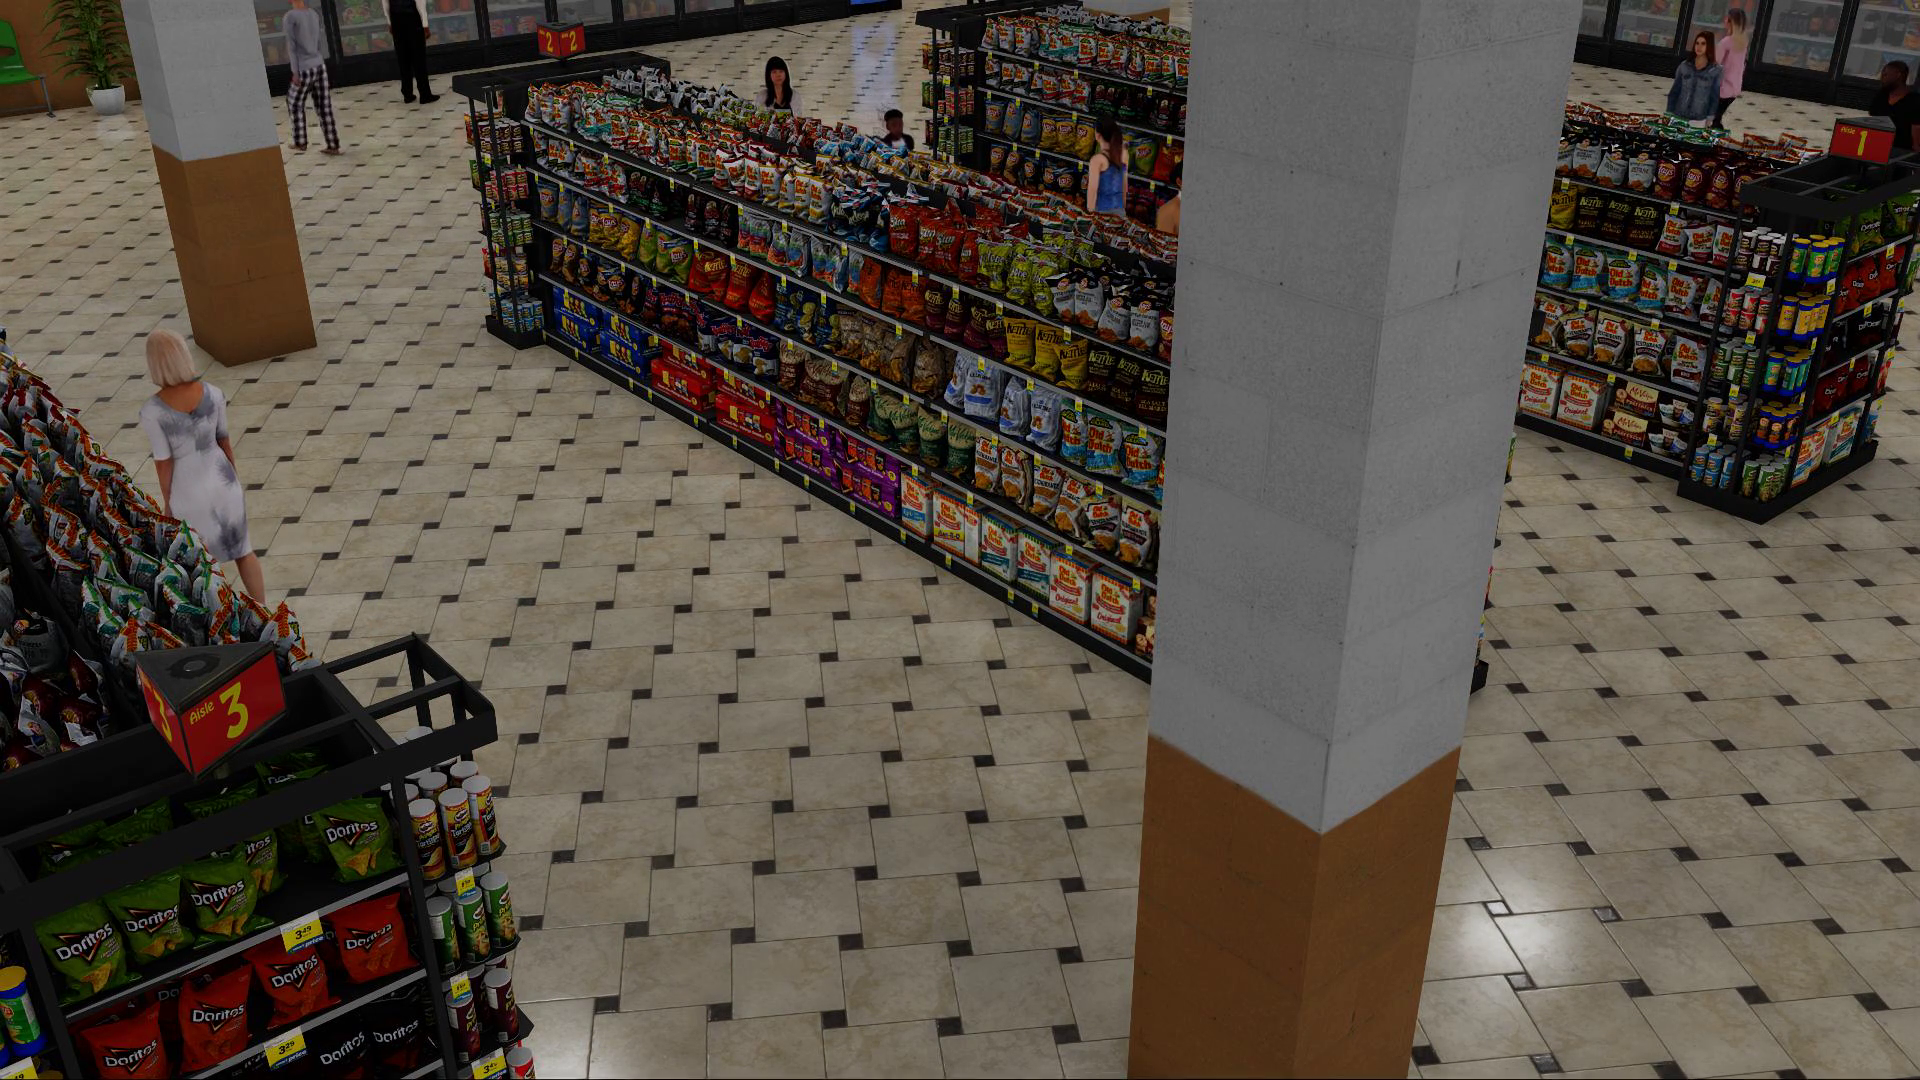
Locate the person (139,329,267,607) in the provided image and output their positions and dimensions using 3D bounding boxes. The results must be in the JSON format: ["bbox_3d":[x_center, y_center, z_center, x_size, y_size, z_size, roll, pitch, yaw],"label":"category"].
[{"bbox_3d":[-3.848,-0.241,8.482,0.531,1.749,0.576,24,35,39],"label":"person"}]

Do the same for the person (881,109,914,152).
[{"bbox_3d":[-0.588,-3.248,14.950,0.588,1.262,0.607,-12,29,-23],"label":"person"}]

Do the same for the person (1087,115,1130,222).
[{"bbox_3d":[1.211,-2.554,13.207,0.601,1.601,0.808,-19,32,-32],"label":"person"}]

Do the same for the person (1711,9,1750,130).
[{"bbox_3d":[7.934,-4.598,17.149,0.656,1.682,0.658,-15,31,-28],"label":"person"}]

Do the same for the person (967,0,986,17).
[{"bbox_3d":[0.207,-8.477,24.774,0.623,1.703,0.518,-17,32,-31],"label":"person"}]

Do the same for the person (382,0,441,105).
[{"bbox_3d":[-6.755,-6.323,20.291,0.755,1.917,0.842,5,27,9],"label":"person"}]

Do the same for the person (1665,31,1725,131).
[{"bbox_3d":[7.015,-4.020,15.987,0.548,1.702,0.730,17,32,31],"label":"person"}]

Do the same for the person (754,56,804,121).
[{"bbox_3d":[-1.641,-3.583,15.194,0.687,1.638,0.669,-9,28,-17],"label":"person"}]

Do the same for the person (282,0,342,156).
[{"bbox_3d":[-6.929,-5.041,17.863,1.033,1.825,0.864,14,30,25],"label":"person"}]

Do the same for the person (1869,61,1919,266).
[{"bbox_3d":[7.967,-3.138,14.161,0.937,1.780,0.734,-18,32,-32],"label":"person"}]
